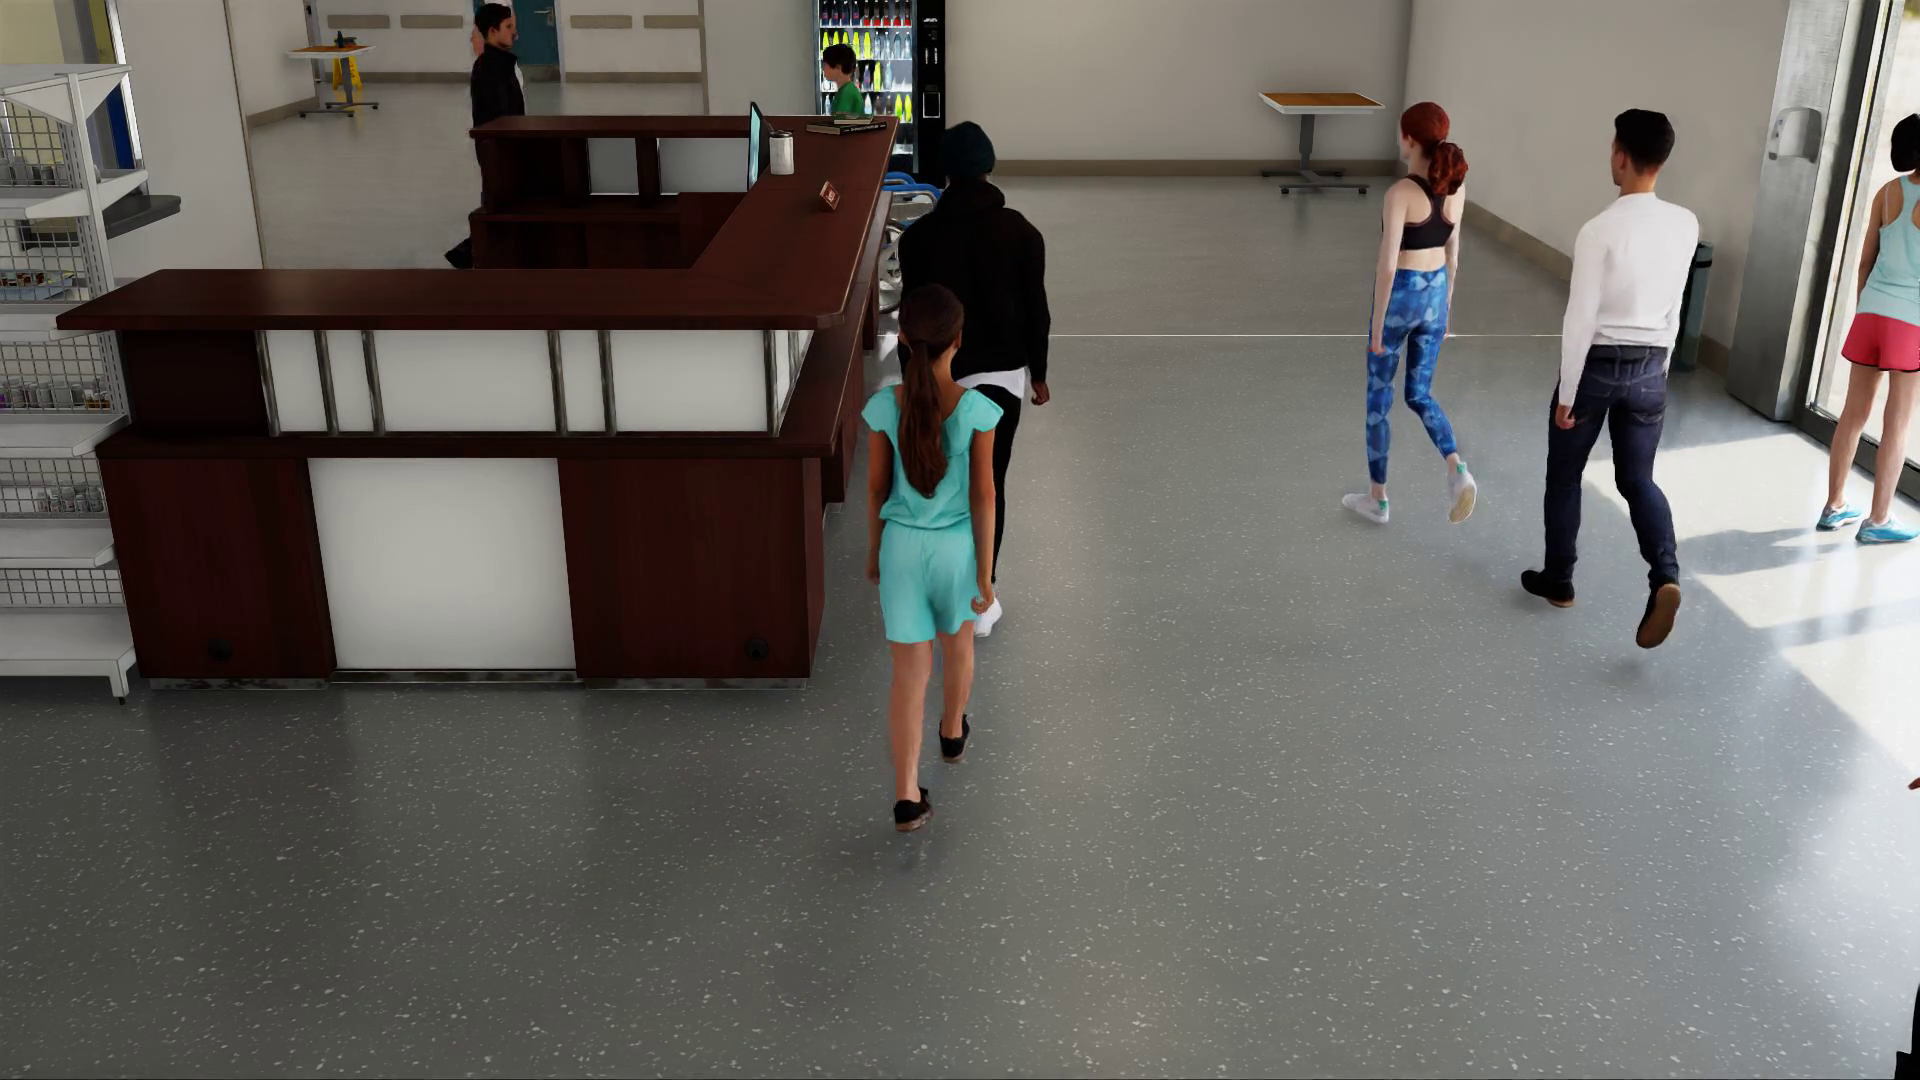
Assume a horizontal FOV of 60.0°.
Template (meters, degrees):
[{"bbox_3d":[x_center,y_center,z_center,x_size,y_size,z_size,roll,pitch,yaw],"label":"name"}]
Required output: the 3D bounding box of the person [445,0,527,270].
[{"bbox_3d":[-3.087,-2.499,10.890,0.994,1.928,0.828,-5,21,-12],"label":"person"}]

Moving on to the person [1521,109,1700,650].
[{"bbox_3d":[2.346,-0.537,5.825,1.070,1.846,0.787,-4,21,-9],"label":"person"}]

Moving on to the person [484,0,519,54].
[{"bbox_3d":[-6.614,-7.325,24.077,1.127,1.612,0.832,-5,21,-12],"label":"person"}]

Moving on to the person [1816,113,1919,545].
[{"bbox_3d":[3.849,-0.870,6.821,0.682,1.764,0.668,-9,23,-23],"label":"person"}]

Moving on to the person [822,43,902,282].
[{"bbox_3d":[-0.679,-2.572,11.524,1.109,1.616,0.657,-2,21,-6],"label":"person"}]

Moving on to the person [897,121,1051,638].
[{"bbox_3d":[0.038,-0.528,5.884,0.970,1.788,0.828,3,21,9],"label":"person"}]

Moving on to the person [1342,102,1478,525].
[{"bbox_3d":[1.895,-0.859,6.785,0.967,1.768,0.869,-9,23,-22],"label":"person"}]

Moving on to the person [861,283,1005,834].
[{"bbox_3d":[-0.095,0.082,4.645,1.006,1.525,0.689,2,21,6],"label":"person"}]
